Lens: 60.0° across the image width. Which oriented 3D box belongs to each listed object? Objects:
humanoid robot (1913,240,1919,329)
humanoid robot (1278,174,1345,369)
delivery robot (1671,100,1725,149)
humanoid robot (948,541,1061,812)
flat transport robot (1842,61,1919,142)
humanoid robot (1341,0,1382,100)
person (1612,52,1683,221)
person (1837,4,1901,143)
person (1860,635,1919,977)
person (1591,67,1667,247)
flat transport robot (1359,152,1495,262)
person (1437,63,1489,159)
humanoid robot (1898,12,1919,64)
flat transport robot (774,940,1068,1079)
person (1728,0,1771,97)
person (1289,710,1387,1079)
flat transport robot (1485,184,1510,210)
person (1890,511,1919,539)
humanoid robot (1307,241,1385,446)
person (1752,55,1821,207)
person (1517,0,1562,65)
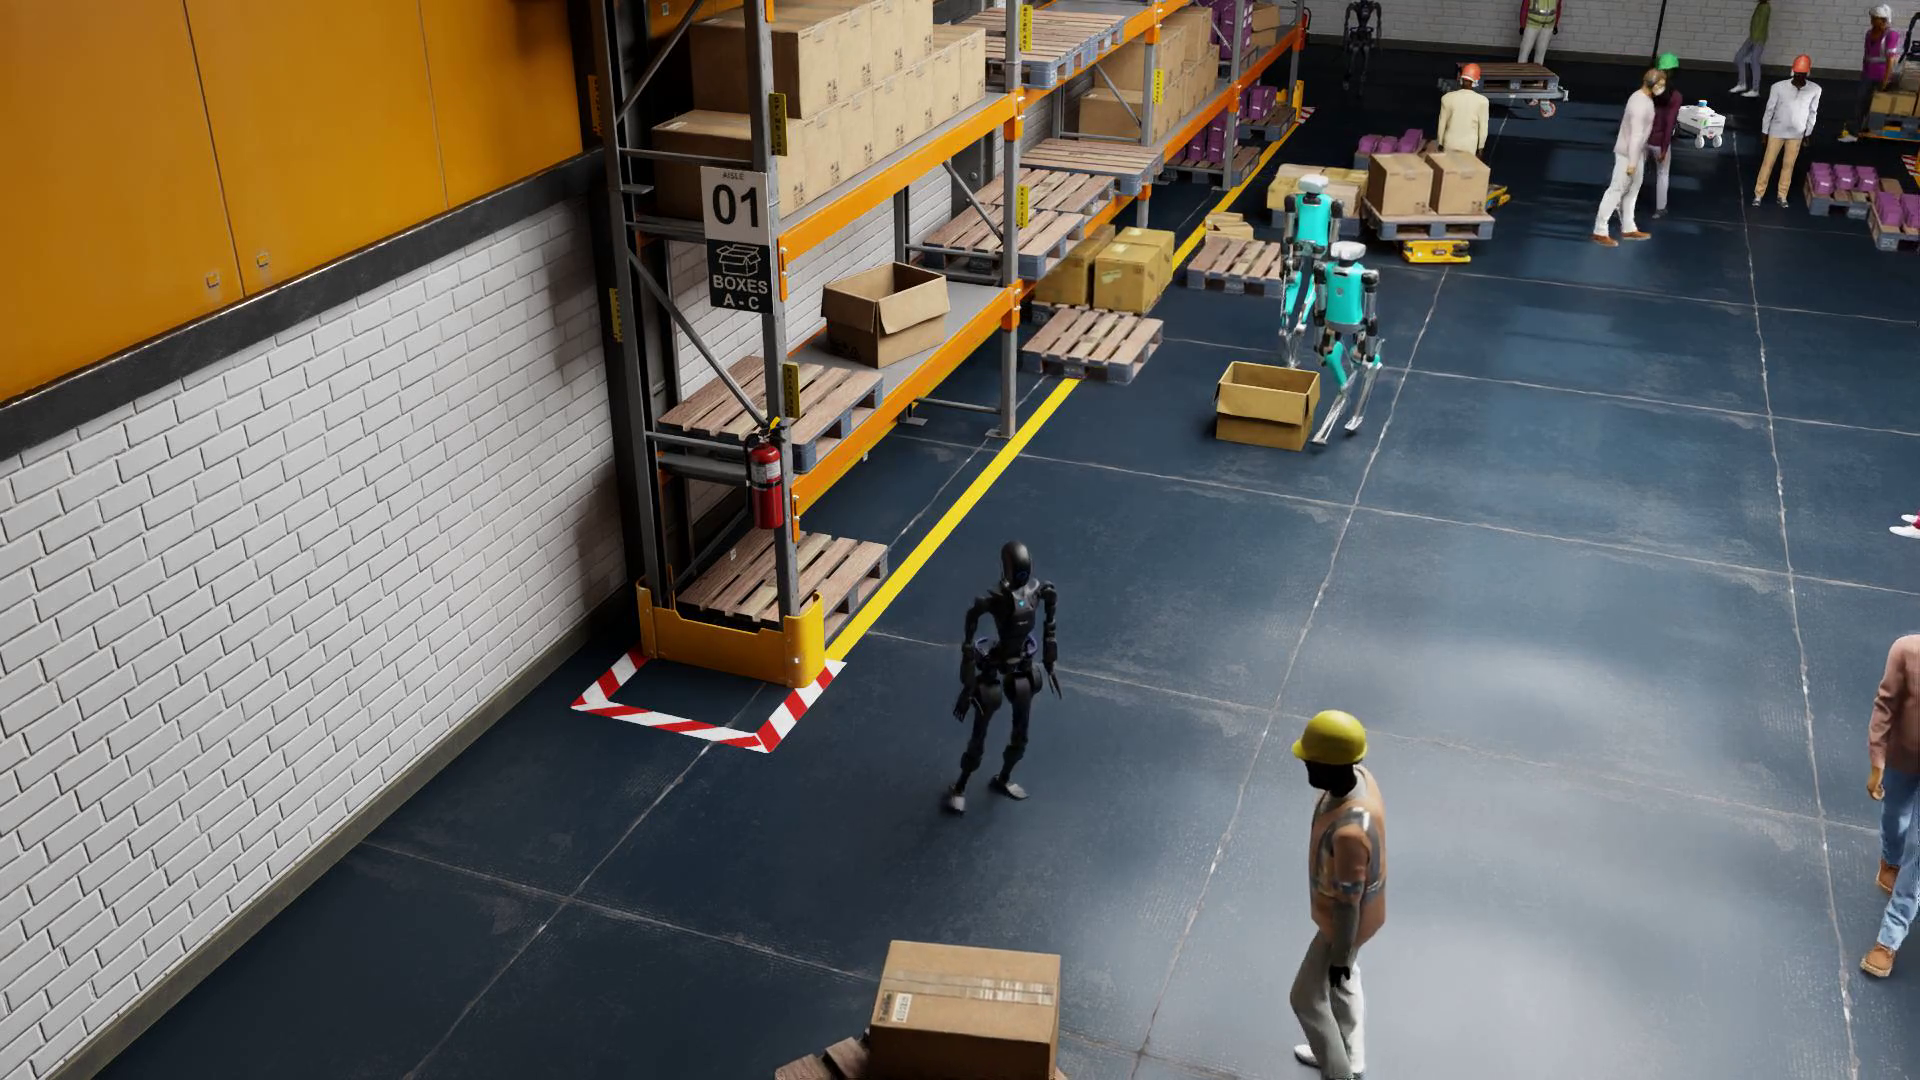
[{"bbox_3d":[9.298,-2.690,15.455,0.562,1.848,0.859,-3,27,-5],"label":"humanoid robot"},{"bbox_3d":[2.970,-2.253,14.537,0.543,1.795,0.832,15,31,26],"label":"humanoid robot"},{"bbox_3d":[9.875,-5.577,22.260,0.499,0.598,0.802,-6,28,-11],"label":"delivery robot"},{"bbox_3d":[0.240,0.713,8.848,0.633,1.638,0.407,-13,30,-23],"label":"humanoid robot"},{"bbox_3d":[12.739,-5.529,22.476,1.431,0.231,0.659,13,30,24],"label":"flat transport robot"},{"bbox_3d":[5.916,-7.358,24.489,0.591,1.647,0.452,-1,27,-1],"label":"humanoid robot"},{"bbox_3d":[7.827,-4.541,18.794,0.486,1.904,0.944,24,36,38],"label":"person"},{"bbox_3d":[12.249,-6.196,22.103,0.833,1.807,0.565,-10,29,-18],"label":"person"},{"bbox_3d":[4.629,1.042,7.926,0.579,1.935,1.042,21,34,35],"label":"person"},{"bbox_3d":[7.325,-4.138,18.009,0.657,1.921,0.665,11,29,20],"label":"person"},{"bbox_3d":[5.062,-3.326,18.202,0.659,0.231,1.431,-1,27,-1],"label":"flat transport robot"},{"bbox_3d":[5.699,-4.523,18.902,0.562,1.751,0.329,15,31,26],"label":"person"},{"bbox_3d":[13.675,-6.904,23.604,0.610,1.642,0.386,21,34,35],"label":"humanoid robot"},{"bbox_3d":[-0.080,2.588,6.731,1.431,0.231,0.659,-16,31,-28],"label":"flat transport robot"},{"bbox_3d":[11.721,-7.381,24.596,0.525,1.616,0.508,4,28,8],"label":"person"},{"bbox_3d":[1.556,1.549,6.979,0.473,1.899,0.597,5,28,9],"label":"person"},{"bbox_3d":[5.825,-3.961,19.435,0.659,0.231,1.431,21,34,35],"label":"flat transport robot"},{"bbox_3d":[6.976,-0.777,11.779,0.284,1.628,0.500,22,34,36],"label":"person"},{"bbox_3d":[3.105,-1.564,13.190,0.558,1.730,1.036,19,33,32],"label":"humanoid robot"},{"bbox_3d":[9.631,-4.758,19.358,0.573,1.749,0.332,6,28,12],"label":"person"},{"bbox_3d":[8.752,-7.772,25.114,0.622,1.840,0.431,-3,27,-5],"label":"person"}]
